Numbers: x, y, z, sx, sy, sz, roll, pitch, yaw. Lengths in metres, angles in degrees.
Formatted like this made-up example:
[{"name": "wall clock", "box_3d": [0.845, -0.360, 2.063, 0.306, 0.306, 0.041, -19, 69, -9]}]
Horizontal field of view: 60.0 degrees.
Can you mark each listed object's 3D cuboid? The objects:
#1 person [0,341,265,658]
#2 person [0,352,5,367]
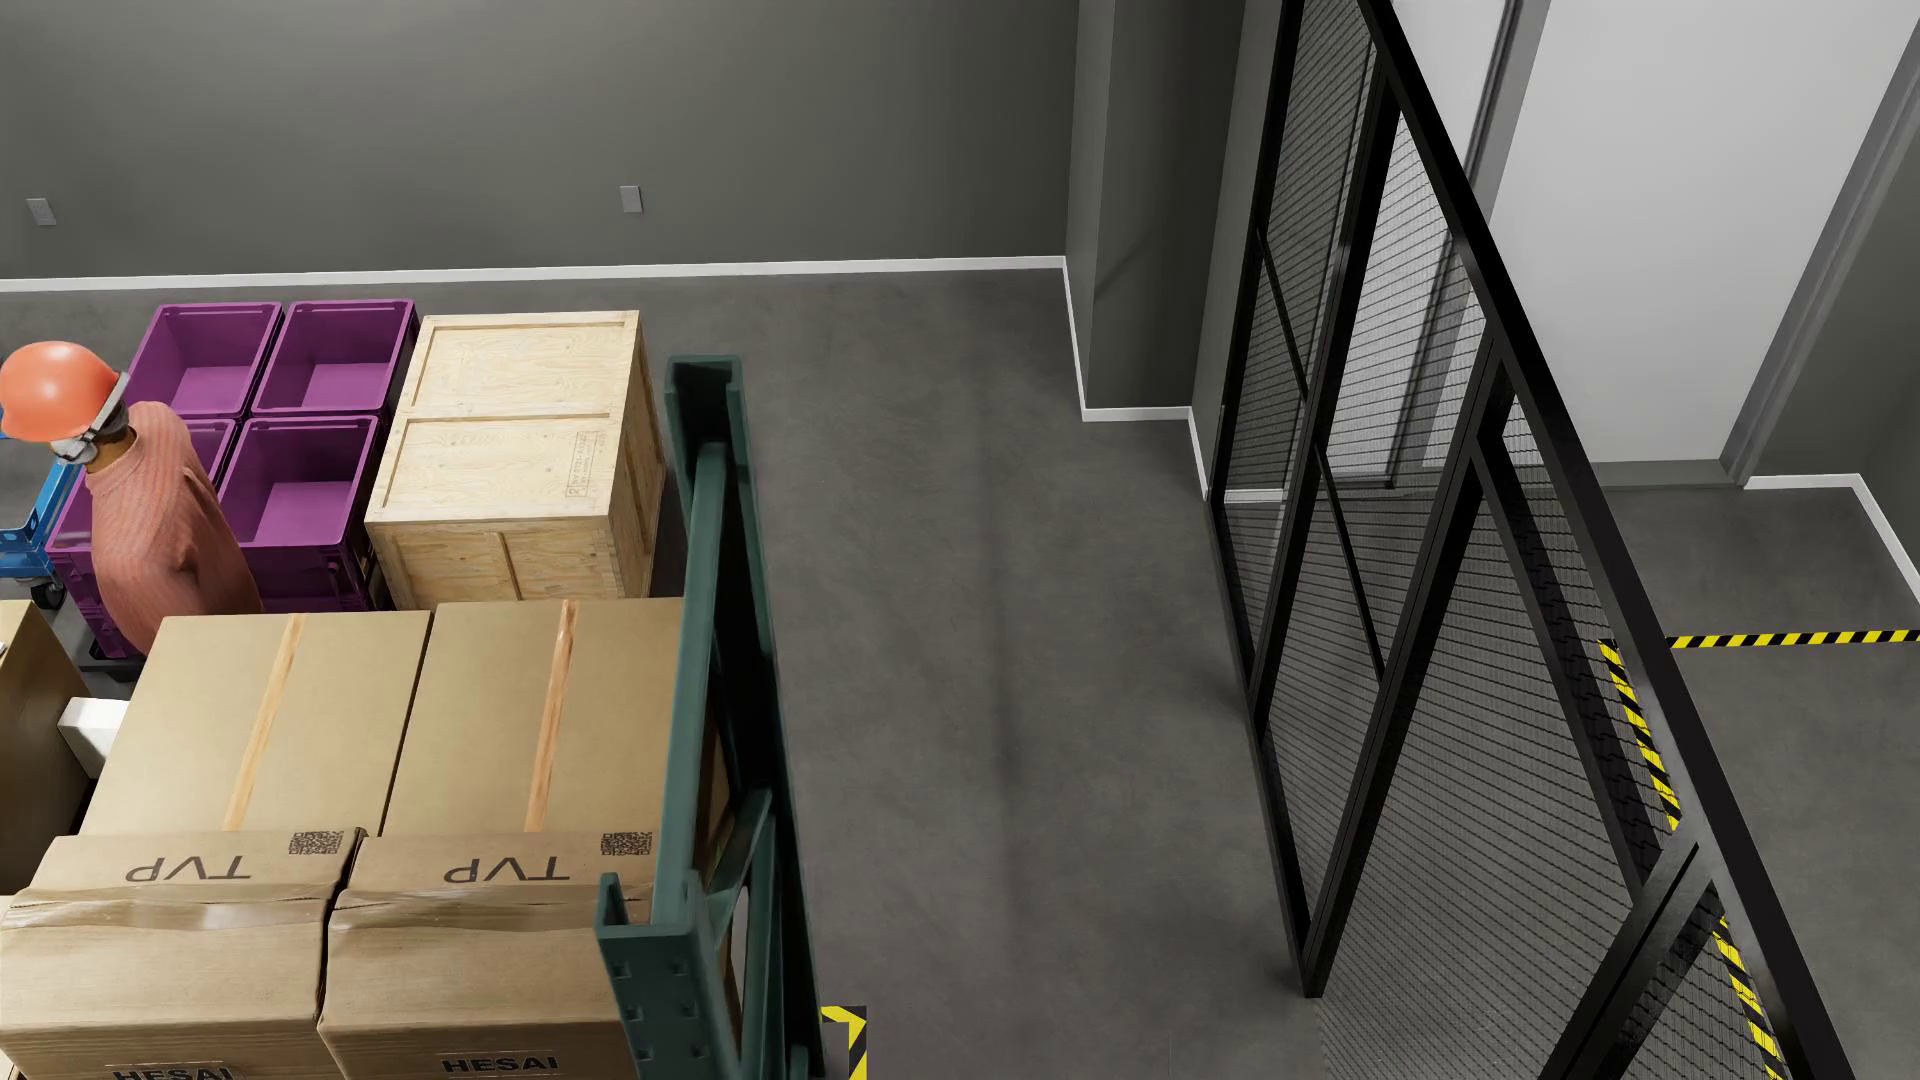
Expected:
[{"name": "person", "box_3d": [-2.050, 0.255, 4.480, 0.388, 1.985, 0.622, -12, 48, -12]}, {"name": "person", "box_3d": [-4.036, -1.276, 5.975, 0.374, 1.941, 0.627, -2, 46, -2]}]
